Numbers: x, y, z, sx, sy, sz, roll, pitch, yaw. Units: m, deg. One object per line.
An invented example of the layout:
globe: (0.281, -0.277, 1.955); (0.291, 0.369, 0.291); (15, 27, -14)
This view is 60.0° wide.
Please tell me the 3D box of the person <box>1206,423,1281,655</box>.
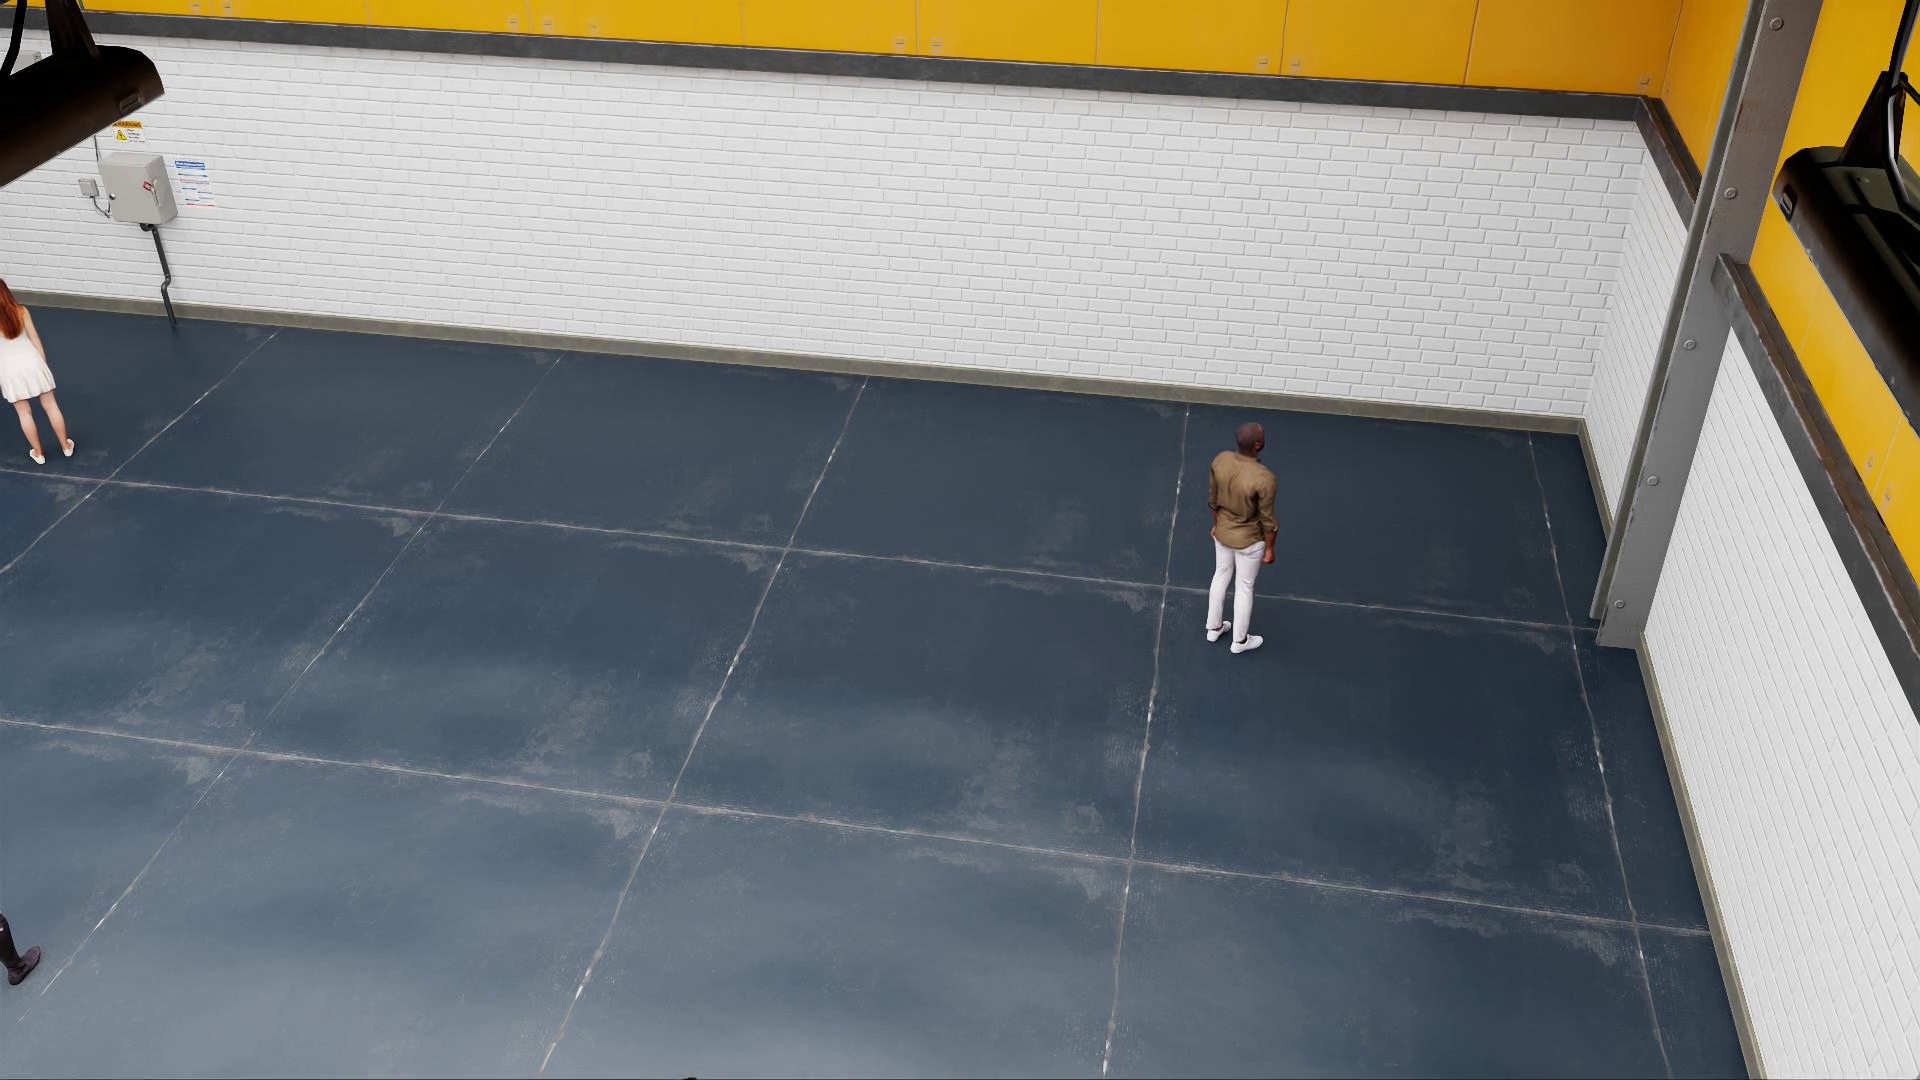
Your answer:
person: (1.970, -0.021, 11.702); (0.811, 1.825, 0.801); (-28, 43, -36)

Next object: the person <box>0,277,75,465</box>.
person: (-7.862, -1.443, 13.944); (0.645, 1.712, 0.704); (-21, 39, -29)
